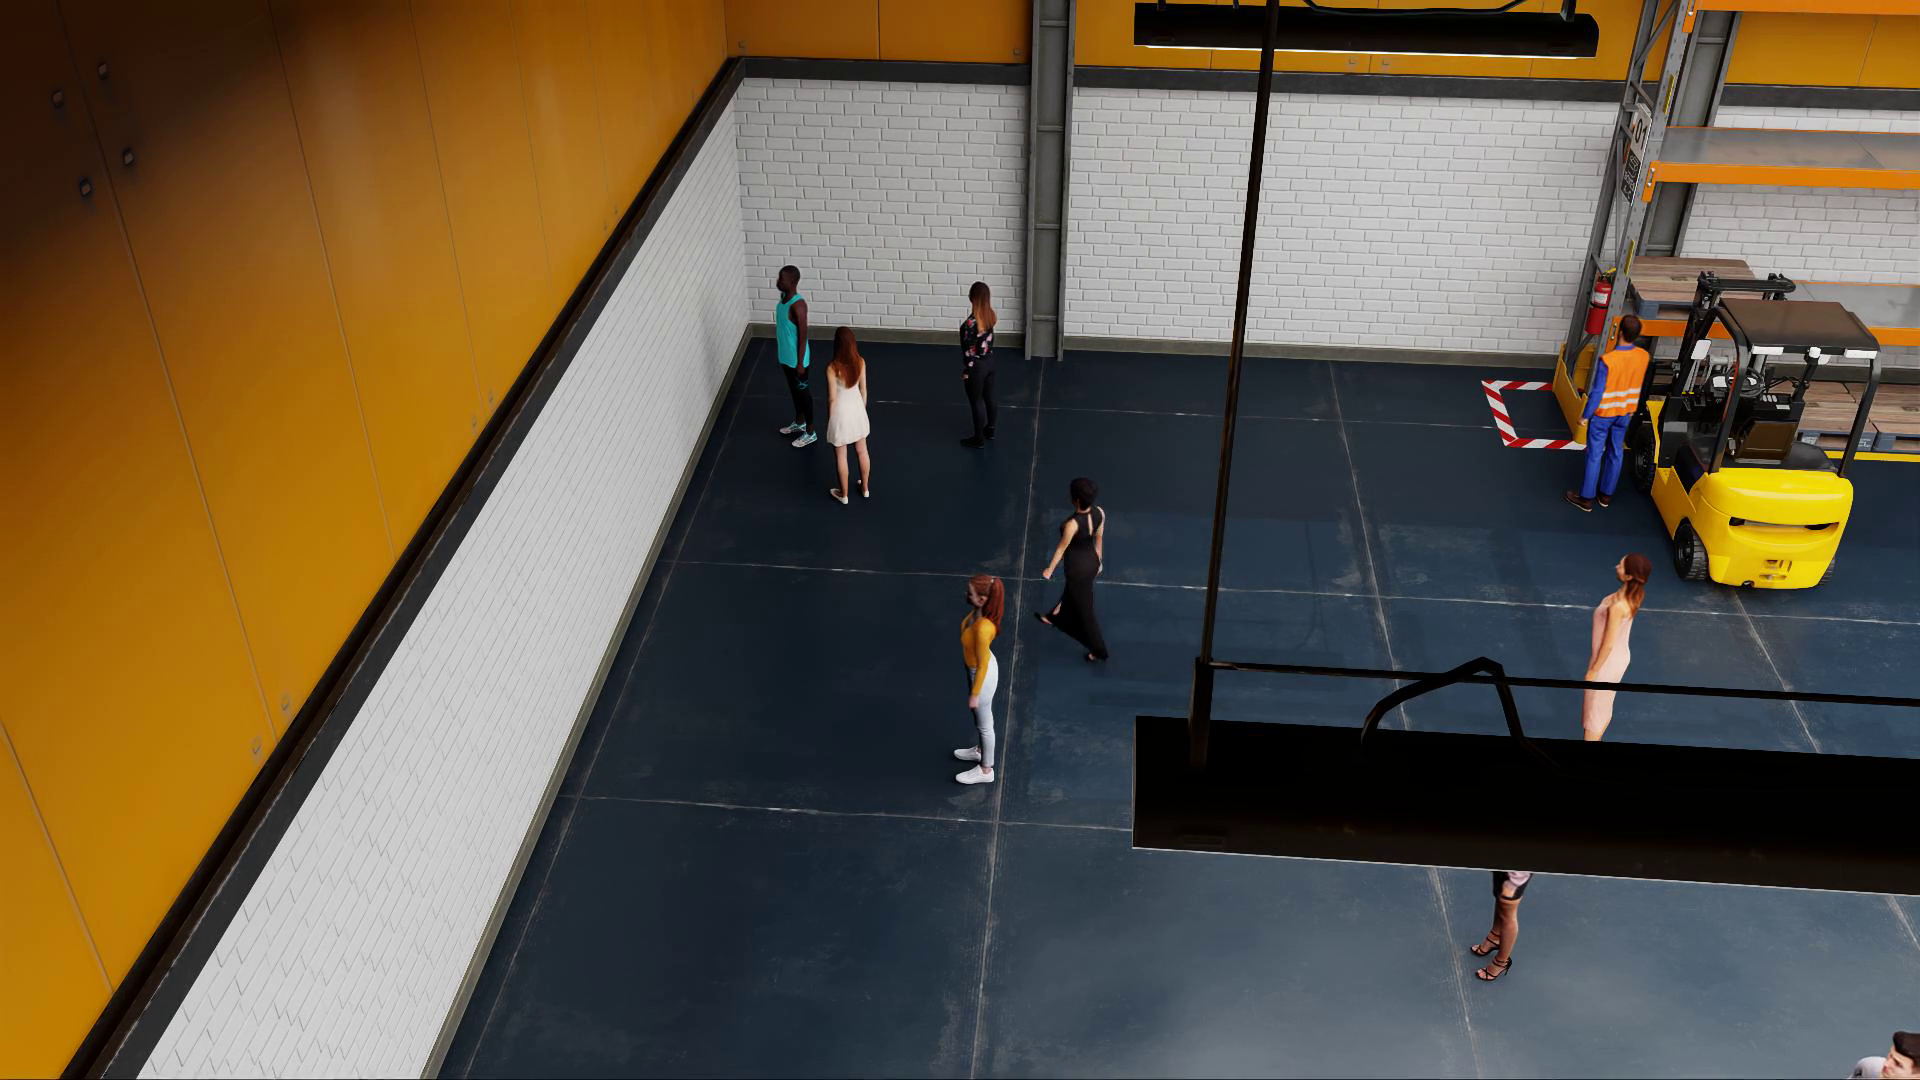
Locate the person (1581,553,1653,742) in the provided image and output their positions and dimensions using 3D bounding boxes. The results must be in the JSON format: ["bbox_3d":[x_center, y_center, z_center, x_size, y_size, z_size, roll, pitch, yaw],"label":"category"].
[{"bbox_3d":[4.573,0.864,11.716,0.671,1.832,0.656,22,40,30],"label":"person"}]

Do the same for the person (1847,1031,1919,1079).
[{"bbox_3d":[4.483,3.119,8.275,0.655,1.886,0.731,-6,34,-9],"label":"person"}]

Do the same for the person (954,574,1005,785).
[{"bbox_3d":[0.149,0.956,11.651,0.583,1.751,0.591,0,34,0],"label":"person"}]

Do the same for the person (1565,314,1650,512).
[{"bbox_3d":[5.735,-1.126,14.683,0.685,1.862,0.839,-10,35,-15],"label":"person"}]

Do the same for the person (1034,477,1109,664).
[{"bbox_3d":[1.002,0.280,12.837,1.104,1.565,0.934,22,39,29],"label":"person"}]

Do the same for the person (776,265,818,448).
[{"bbox_3d":[-1.547,-1.742,15.657,0.706,1.810,0.700,-16,37,-22],"label":"person"}]

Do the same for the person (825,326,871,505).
[{"bbox_3d":[-1.002,-1.119,14.810,0.621,1.711,0.708,-18,37,-25],"label":"person"}]

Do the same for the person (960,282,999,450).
[{"bbox_3d":[0.192,-1.649,15.633,0.667,1.682,0.648,22,39,29],"label":"person"}]
